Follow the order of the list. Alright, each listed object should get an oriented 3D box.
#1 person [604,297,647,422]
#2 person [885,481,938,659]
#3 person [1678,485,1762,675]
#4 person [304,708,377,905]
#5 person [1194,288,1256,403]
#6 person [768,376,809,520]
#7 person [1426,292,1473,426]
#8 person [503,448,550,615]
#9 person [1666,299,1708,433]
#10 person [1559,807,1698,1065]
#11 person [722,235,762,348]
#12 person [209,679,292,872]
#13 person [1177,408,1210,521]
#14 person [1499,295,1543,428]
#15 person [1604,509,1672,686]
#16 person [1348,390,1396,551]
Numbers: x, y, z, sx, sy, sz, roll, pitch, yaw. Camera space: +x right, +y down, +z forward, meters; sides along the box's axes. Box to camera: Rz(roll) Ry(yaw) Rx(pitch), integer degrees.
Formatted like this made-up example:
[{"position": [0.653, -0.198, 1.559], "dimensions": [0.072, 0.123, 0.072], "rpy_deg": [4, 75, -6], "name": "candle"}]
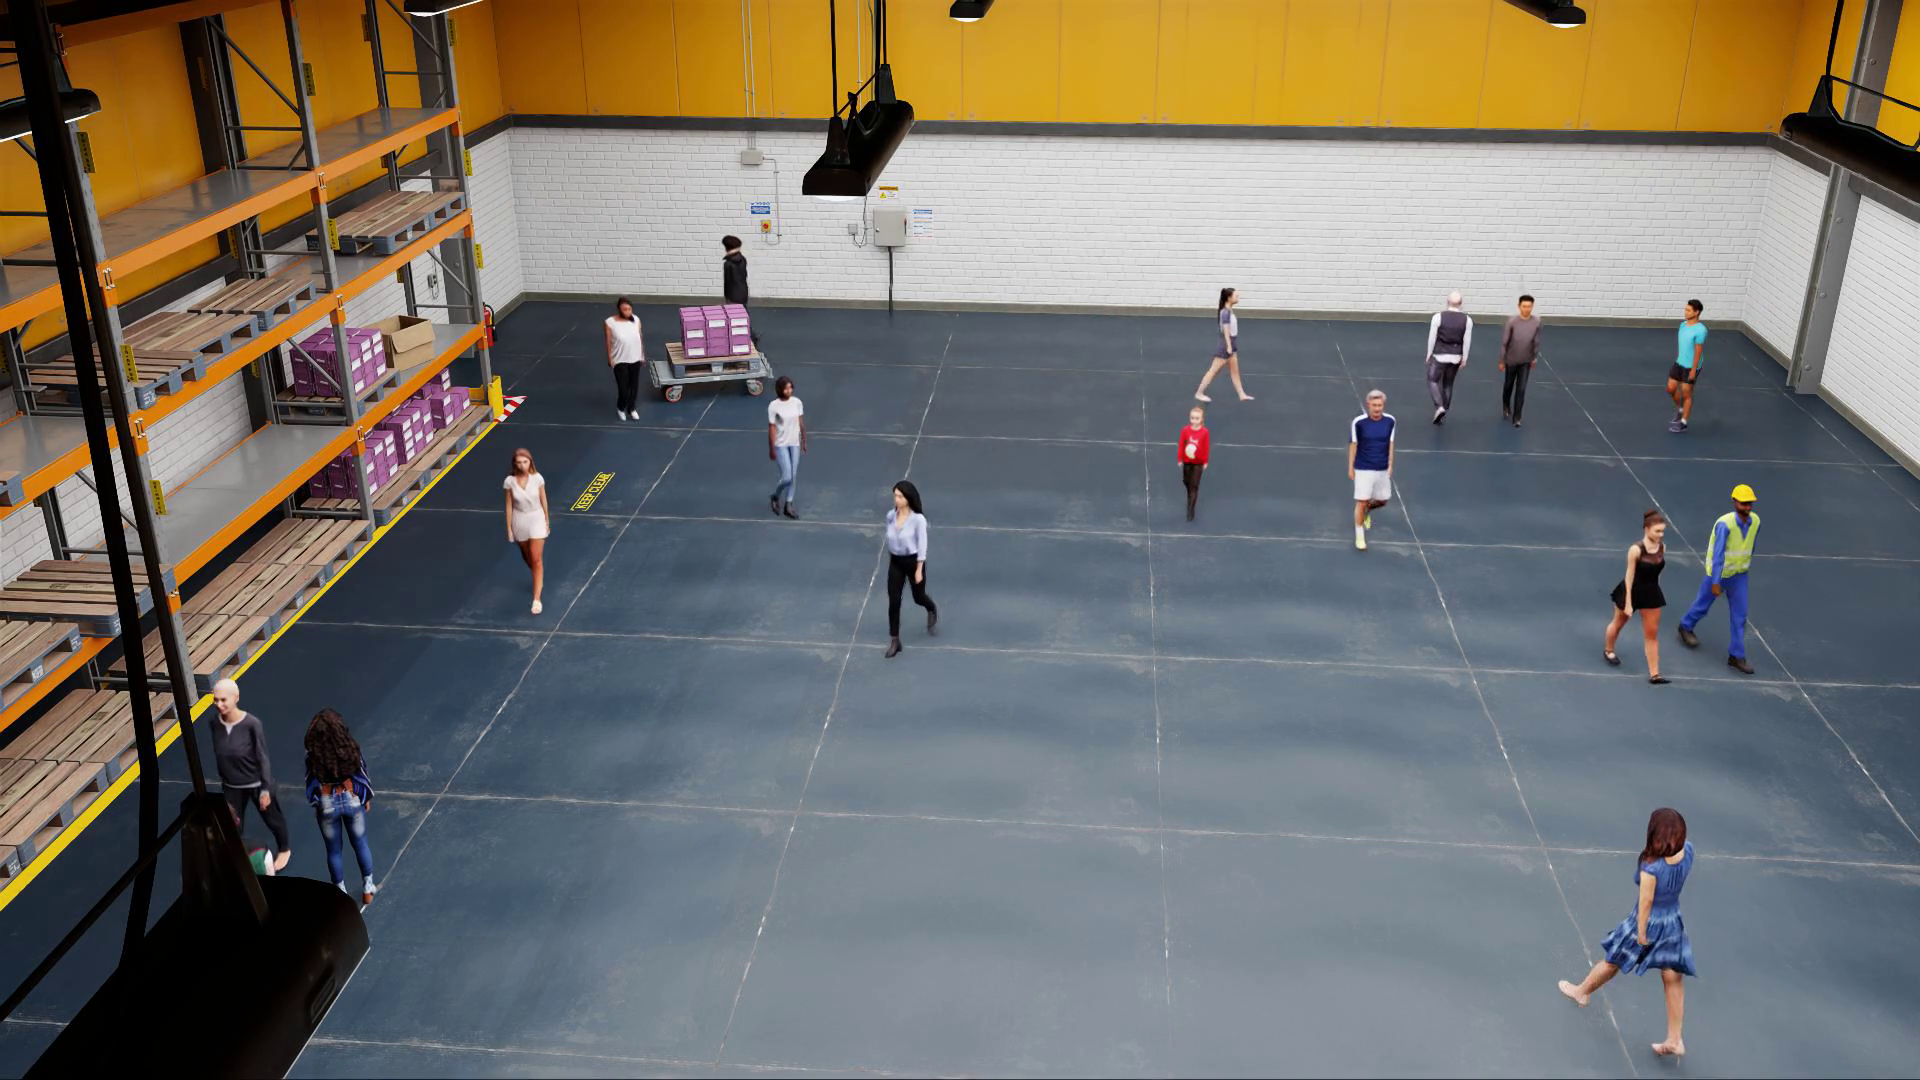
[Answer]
[{"position": [-4.456, -2.431, 22.145], "dimensions": [0.768, 1.674, 0.818], "rpy_deg": [-16, 28, -32], "name": "person"}, {"position": [-0.447, 0.248, 15.963], "dimensions": [0.908, 1.716, 1.156], "rpy_deg": [12, 26, 25], "name": "person"}, {"position": [7.212, 0.300, 15.784], "dimensions": [0.922, 1.765, 1.282], "rpy_deg": [-6, 24, -13], "name": "person"}, {"position": [-4.538, 1.952, 12.181], "dimensions": [0.692, 1.625, 0.702], "rpy_deg": [-10, 26, -22], "name": "person"}, {"position": [3.526, -2.617, 22.659], "dimensions": [0.819, 1.604, 1.041], "rpy_deg": [7, 25, 16], "name": "person"}, {"position": [-2.022, -1.077, 19.000], "dimensions": [0.757, 1.713, 0.818], "rpy_deg": [-20, 30, -38], "name": "person"}, {"position": [6.358, -2.324, 21.739], "dimensions": [0.678, 1.803, 0.871], "rpy_deg": [2, 24, 4], "name": "person"}, {"position": [-4.398, -0.160, 16.971], "dimensions": [0.761, 1.657, 1.184], "rpy_deg": [-4, 24, -8], "name": "person"}, {"position": [9.571, -2.268, 21.664], "dimensions": [0.794, 1.760, 0.687], "rpy_deg": [-7, 25, -16], "name": "person"}, {"position": [4.495, 2.564, 10.617], "dimensions": [1.046, 1.755, 1.217], "rpy_deg": [-12, 26, -26], "name": "person"}, {"position": [-3.281, -3.644, 24.821], "dimensions": [1.003, 1.754, 1.048], "rpy_deg": [17, 29, 33], "name": "person"}, {"position": [-5.314, 1.771, 12.508], "dimensions": [0.634, 1.693, 0.981], "rpy_deg": [2, 24, 4], "name": "person"}, {"position": [2.702, -0.922, 19.210], "dimensions": [0.614, 1.259, 0.938], "rpy_deg": [7, 25, 15], "name": "person"}, {"position": [7.366, -2.384, 21.982], "dimensions": [1.162, 1.719, 0.710], "rpy_deg": [2, 24, 5], "name": "person"}, {"position": [6.274, 0.493, 15.508], "dimensions": [0.855, 1.631, 1.177], "rpy_deg": [-6, 24, -14], "name": "person"}, {"position": [4.494, -0.818, 18.268], "dimensions": [0.729, 1.824, 0.888], "rpy_deg": [-2, 24, -4], "name": "person"}]
